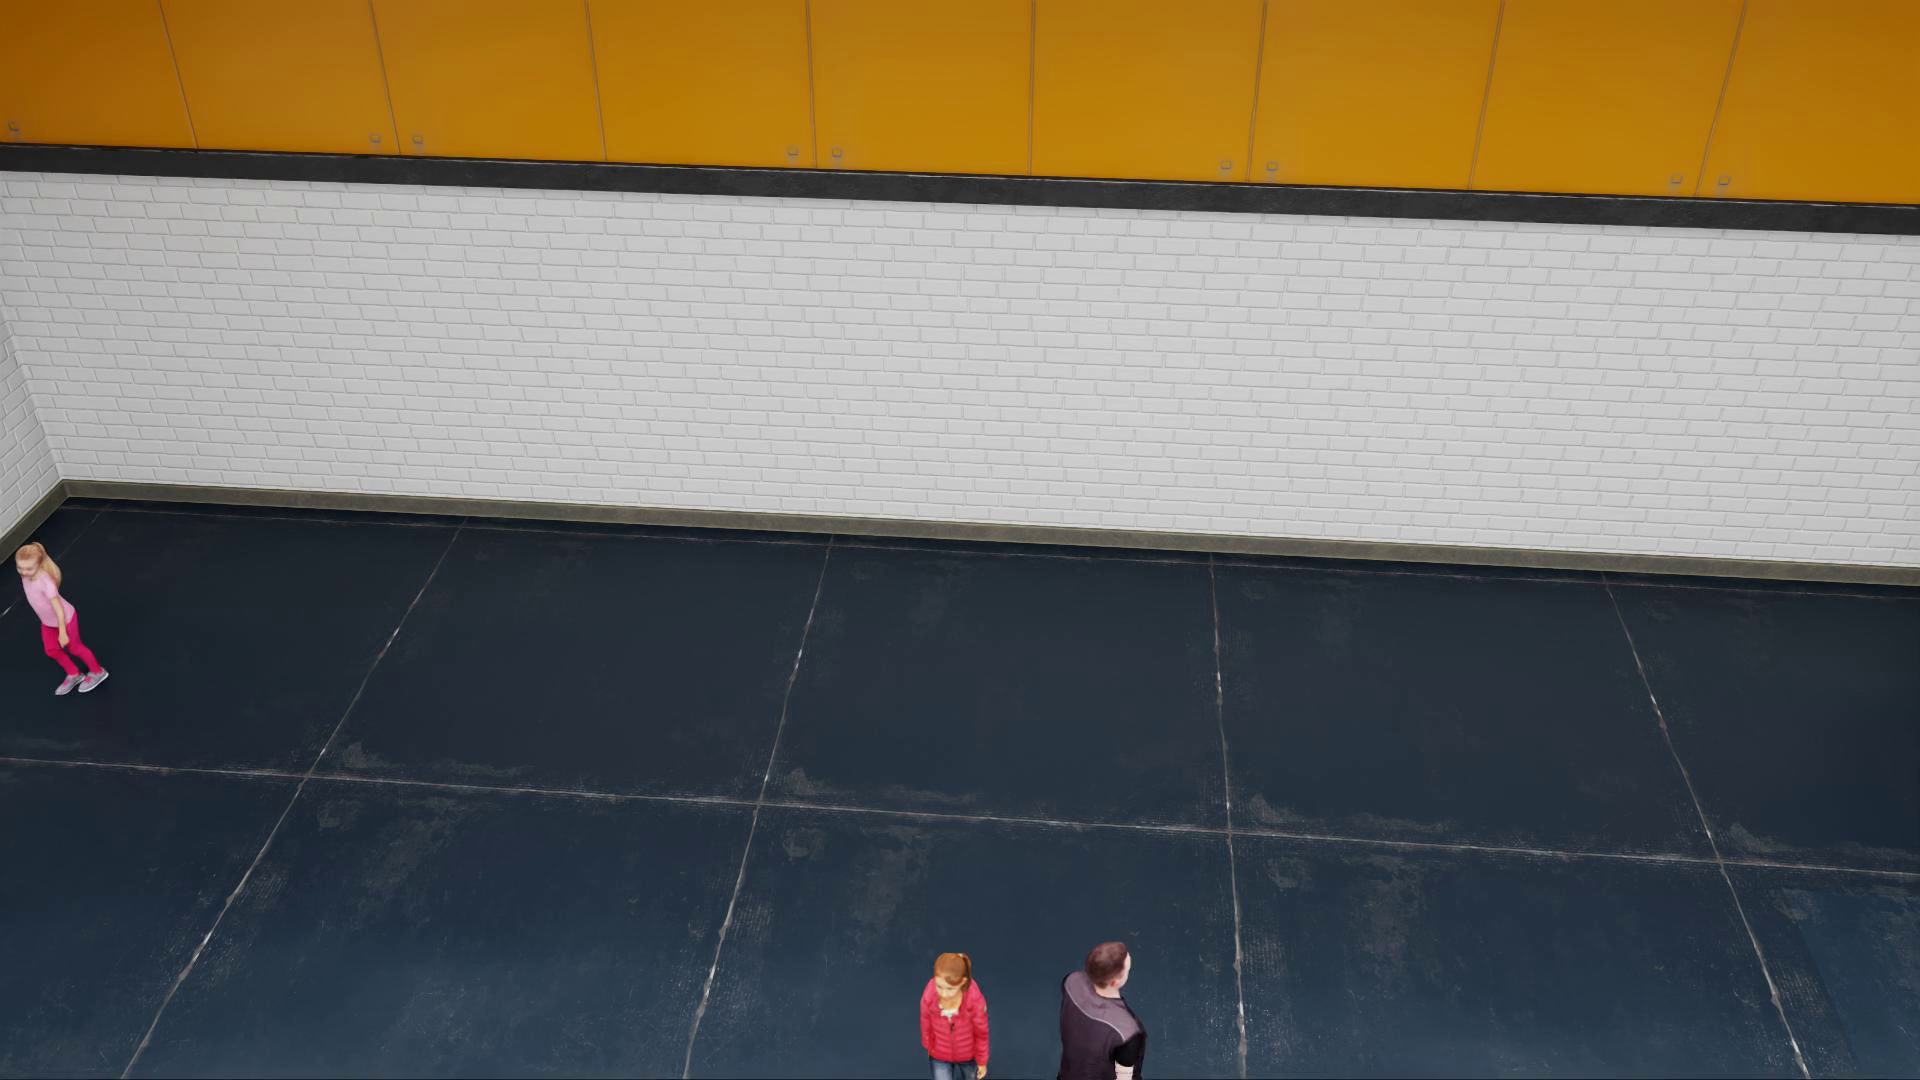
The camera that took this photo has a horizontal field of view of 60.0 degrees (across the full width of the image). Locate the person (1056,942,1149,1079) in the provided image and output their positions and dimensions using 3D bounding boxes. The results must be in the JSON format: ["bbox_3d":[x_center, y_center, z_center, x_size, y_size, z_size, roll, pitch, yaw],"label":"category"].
[{"bbox_3d":[0.553,2.581,7.724,1.227,1.796,1.214,-21,39,-28],"label":"person"}]

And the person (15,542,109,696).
[{"bbox_3d":[-6.122,0.507,11.336,0.587,1.250,0.649,22,39,29],"label":"person"}]

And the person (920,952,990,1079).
[{"bbox_3d":[-0.006,2.499,8.300,0.487,1.295,0.858,3,34,5],"label":"person"}]
